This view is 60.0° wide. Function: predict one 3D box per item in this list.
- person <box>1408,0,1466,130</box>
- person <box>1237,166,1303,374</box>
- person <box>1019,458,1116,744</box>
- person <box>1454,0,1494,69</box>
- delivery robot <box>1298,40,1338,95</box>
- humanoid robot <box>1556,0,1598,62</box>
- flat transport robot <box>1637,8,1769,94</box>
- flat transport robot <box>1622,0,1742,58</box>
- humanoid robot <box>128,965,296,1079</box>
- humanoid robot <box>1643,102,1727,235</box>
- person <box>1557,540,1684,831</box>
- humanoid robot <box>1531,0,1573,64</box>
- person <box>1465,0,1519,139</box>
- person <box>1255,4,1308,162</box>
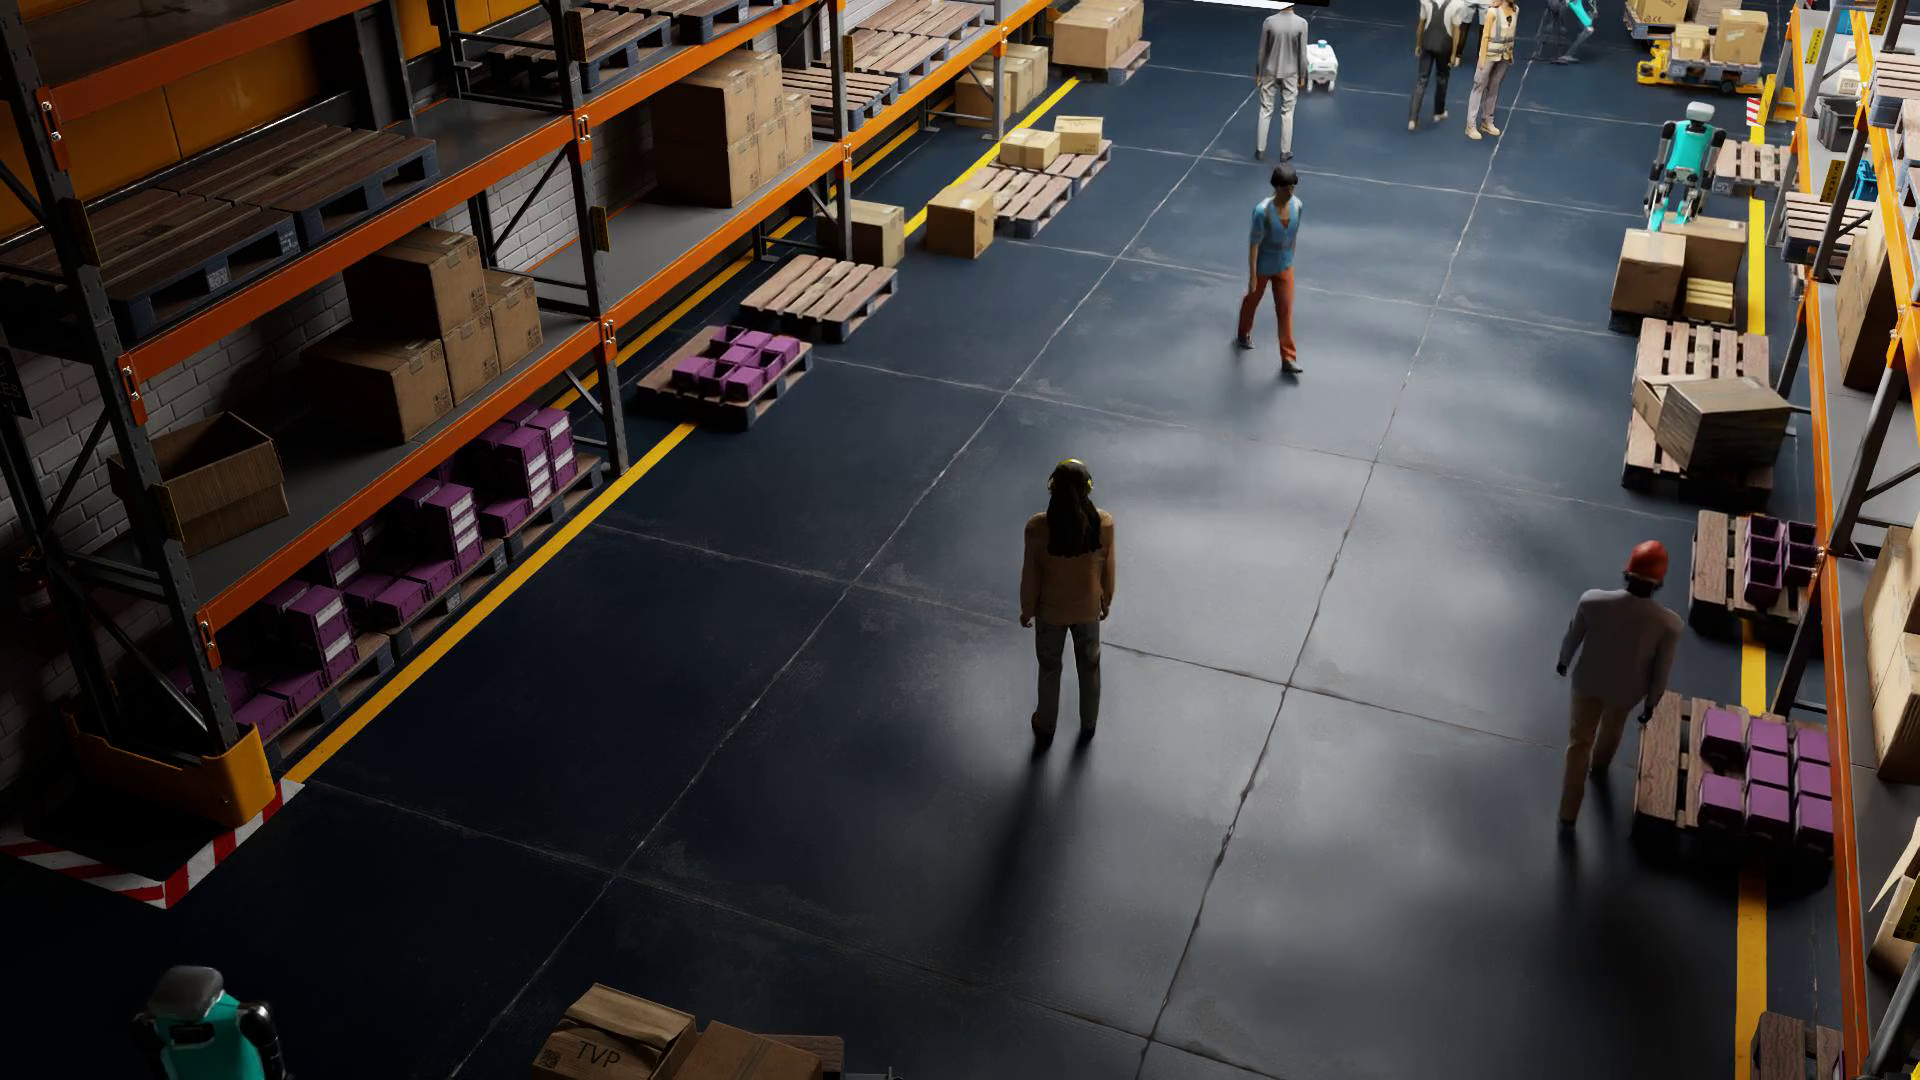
[{"bbox_3d":[5.377,-5.549,18.763,0.519,1.809,0.864,19,38,27],"label":"person"},{"bbox_3d":[2.585,-2.260,13.755,0.509,1.707,0.966,-10,34,-15],"label":"person"},{"bbox_3d":[0.616,0.376,9.532,0.554,1.877,0.403,-4,33,-6],"label":"person"},{"bbox_3d":[6.461,-6.716,20.677,0.530,1.691,0.322,16,36,23],"label":"person"},{"bbox_3d":[4.386,-5.797,20.297,0.499,0.592,0.771,2,33,3],"label":"delivery robot"},{"bbox_3d":[7.833,-6.808,20.817,0.667,1.847,0.541,23,39,31],"label":"humanoid robot"},{"bbox_3d":[9.110,-5.731,20.462,1.431,0.231,0.659,11,35,17],"label":"flat transport robot"},{"bbox_3d":[9.329,-6.578,21.773,0.659,0.231,1.431,6,33,9],"label":"flat transport robot"},{"bbox_3d":[-2.839,2.456,6.444,0.563,1.729,1.048,-1,33,-1],"label":"humanoid robot"},{"bbox_3d":[6.347,-2.912,14.758,0.559,1.778,0.842,11,35,17],"label":"humanoid robot"},{"bbox_3d":[3.555,0.754,9.099,0.569,1.705,0.891,13,35,19],"label":"person"},{"bbox_3d":[7.564,-6.819,20.860,0.468,1.649,0.588,6,33,9],"label":"humanoid robot"},{"bbox_3d":[5.971,-5.375,18.518,0.470,1.778,0.317,-15,36,-22],"label":"person"},{"bbox_3d":[3.435,-4.993,17.829,0.545,1.890,0.394,10,34,14],"label":"person"}]
